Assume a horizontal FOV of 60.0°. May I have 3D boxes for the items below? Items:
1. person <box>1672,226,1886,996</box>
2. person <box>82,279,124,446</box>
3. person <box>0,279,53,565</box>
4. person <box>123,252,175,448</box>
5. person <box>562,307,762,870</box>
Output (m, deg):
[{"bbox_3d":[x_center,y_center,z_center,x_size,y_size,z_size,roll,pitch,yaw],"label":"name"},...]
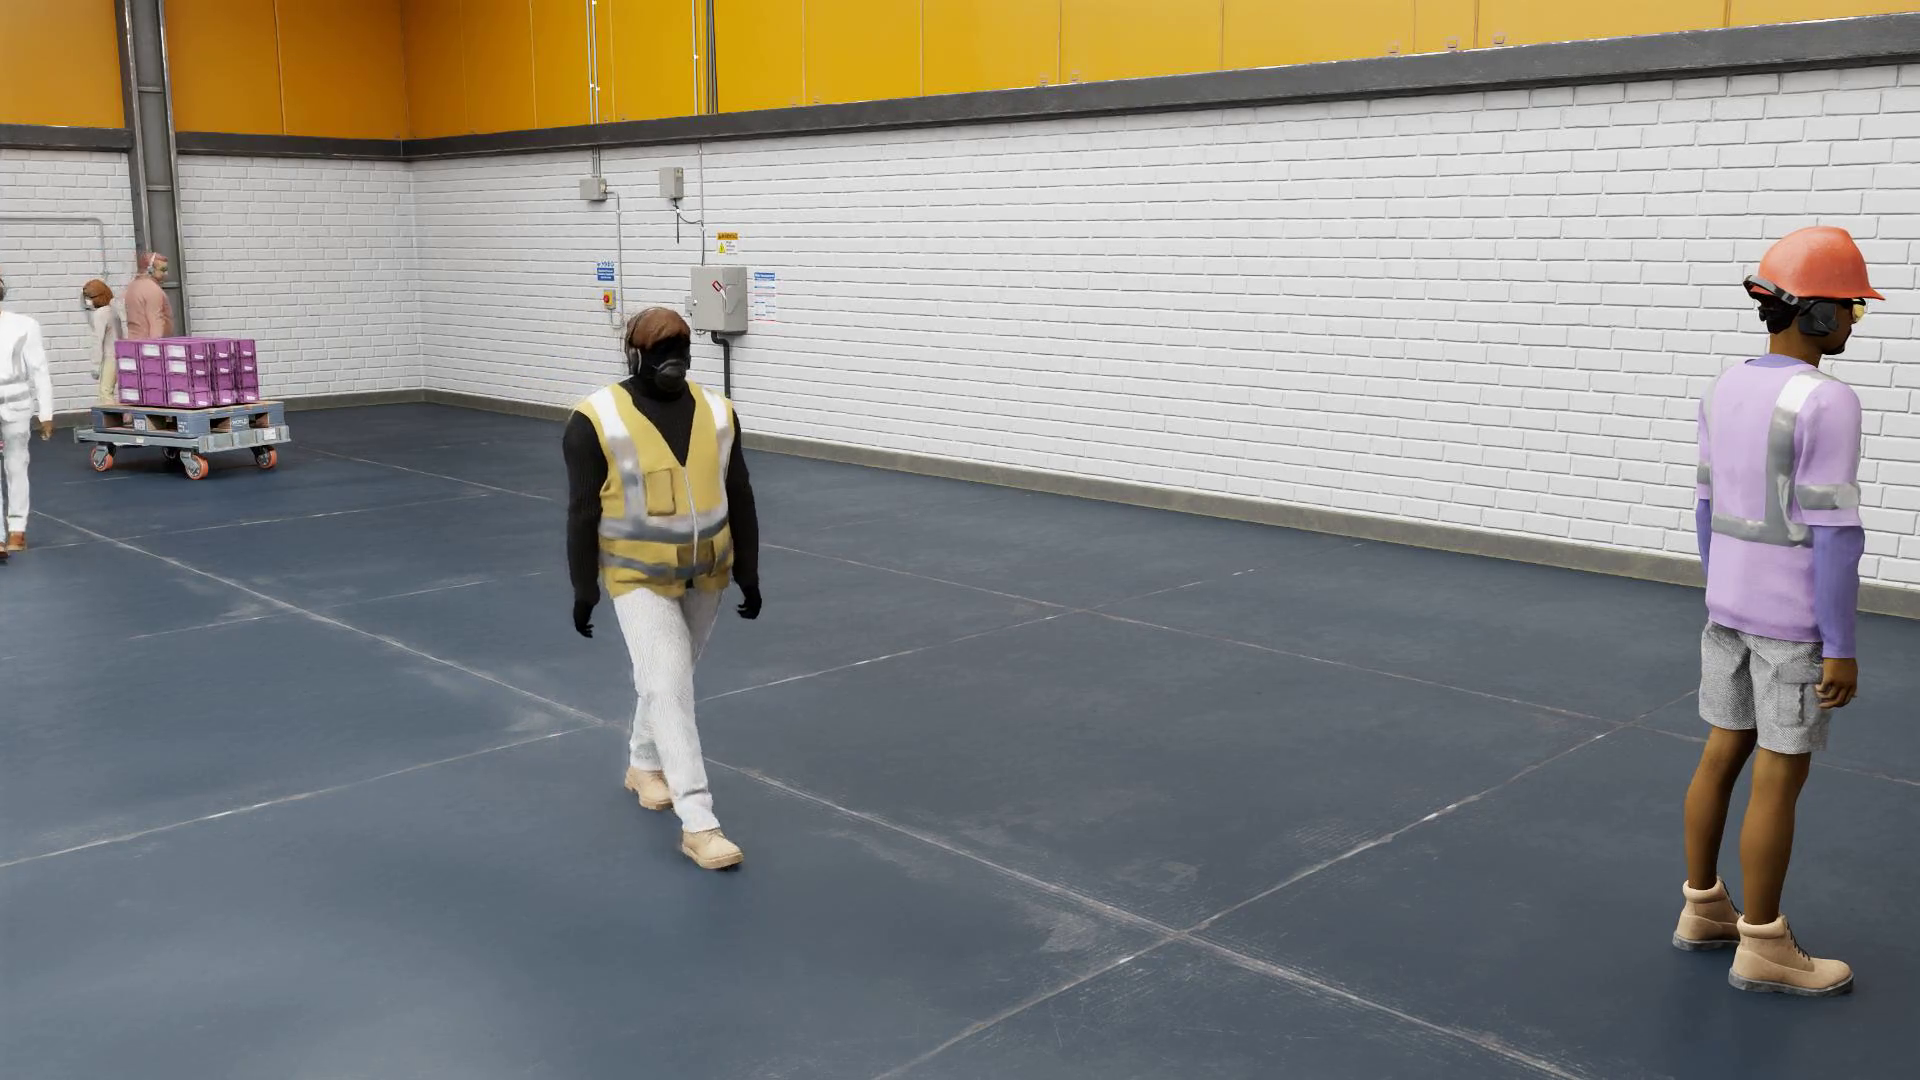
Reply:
[{"bbox_3d":[2.211,0.194,4.481,0.371,2.044,0.608,-1,10,-8],"label":"person"},{"bbox_3d":[-8.126,-1.699,15.999,0.420,1.609,0.577,-1,10,-5],"label":"person"},{"bbox_3d":[-5.995,-0.781,10.374,0.603,1.828,0.972,-6,12,-28],"label":"person"},{"bbox_3d":[-7.672,-1.824,15.991,0.676,1.844,0.945,9,13,39],"label":"person"},{"bbox_3d":[-0.977,0.118,5.590,0.639,1.797,0.945,-8,13,-37],"label":"person"}]
